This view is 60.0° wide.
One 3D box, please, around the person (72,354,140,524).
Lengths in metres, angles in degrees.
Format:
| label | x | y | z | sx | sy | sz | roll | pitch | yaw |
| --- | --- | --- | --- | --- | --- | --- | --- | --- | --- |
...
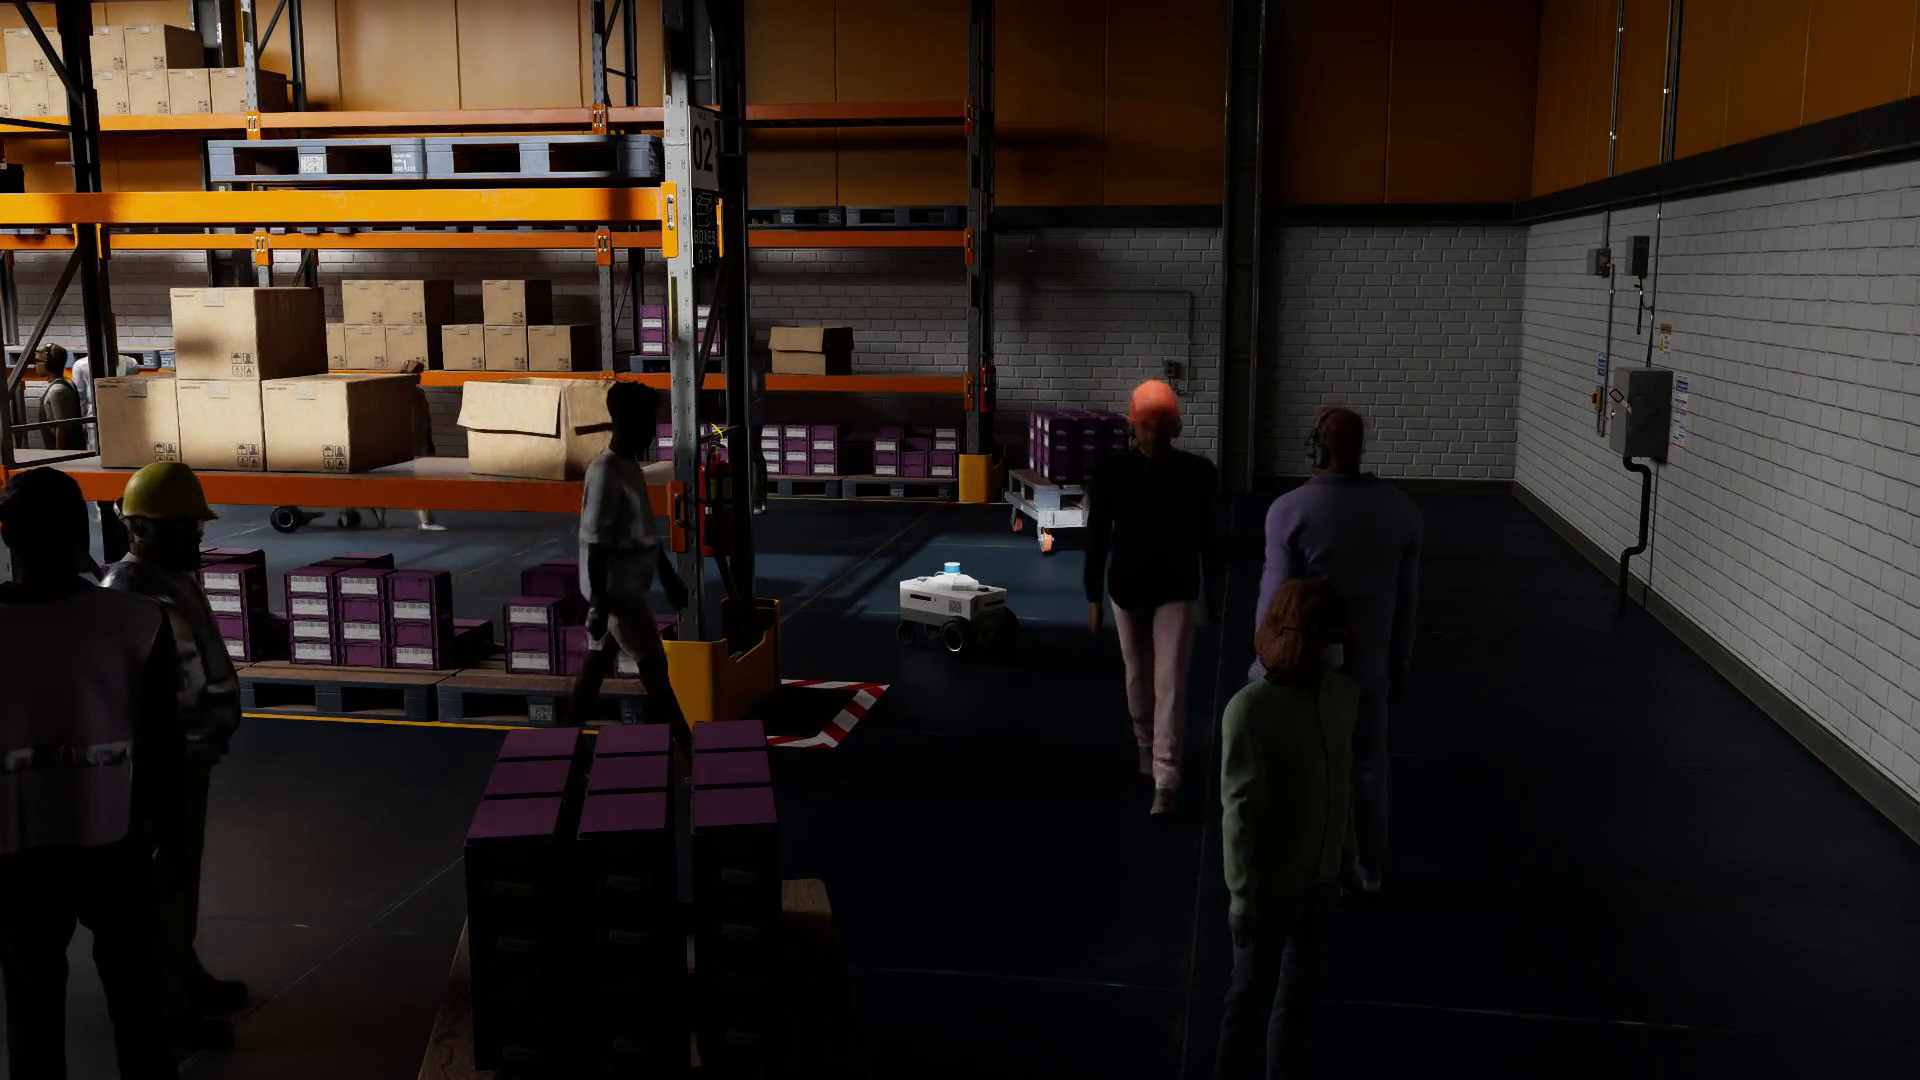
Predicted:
| label | x | y | z | sx | sy | sz | roll | pitch | yaw |
| --- | --- | --- | --- | --- | --- | --- | --- | --- | --- |
| person | -8.153 | -1.124 | 15.976 | 0.611 | 1.944 | 0.412 | -7 | 12 | -39 |

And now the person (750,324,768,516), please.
| label | x | y | z | sx | sy | sz | roll | pitch | yaw |
| --- | --- | --- | --- | --- | --- | --- | --- | --- | --- |
| person | -2.109 | -1.199 | 16.475 | 0.385 | 1.925 | 0.592 | 2 | 9 | 9 |

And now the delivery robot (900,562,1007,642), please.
| label | x | y | z | sx | sy | sz | roll | pitch | yaw |
| --- | --- | --- | --- | --- | --- | --- | --- | --- | --- |
| delivery robot | -0.050 | 0.386 | 10.593 | 0.707 | 0.478 | 0.477 | 8 | 12 | 41 |

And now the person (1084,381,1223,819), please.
| label | x | y | z | sx | sy | sz | roll | pitch | yaw |
| --- | --- | --- | --- | --- | --- | --- | --- | --- | --- |
| person | 0.883 | 0.231 | 7.606 | 0.625 | 1.927 | 1.078 | 1 | 9 | 9 |

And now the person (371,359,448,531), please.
| label | x | y | z | sx | sy | sz | roll | pitch | yaw |
| --- | --- | --- | --- | --- | --- | --- | --- | --- | --- |
| person | -5.171 | -0.883 | 15.484 | 0.735 | 1.610 | 0.507 | 1 | 9 | 6 |

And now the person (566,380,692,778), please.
| label | x | y | z | sx | sy | sz | roll | pitch | yaw |
| --- | --- | --- | --- | --- | --- | --- | --- | --- | --- |
| person | -1.477 | 0.213 | 7.799 | 0.980 | 1.904 | 0.599 | -1 | 9 | -6 |

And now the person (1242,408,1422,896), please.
| label | x | y | z | sx | sy | sz | roll | pitch | yaw |
| --- | --- | --- | --- | --- | --- | --- | --- | --- | --- |
| person | 1.424 | 0.449 | 6.370 | 0.682 | 1.895 | 0.421 | -3 | 10 | -16 |

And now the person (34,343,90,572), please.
| label | x | y | z | sx | sy | sz | roll | pitch | yaw |
| --- | --- | --- | --- | --- | --- | --- | --- | --- | --- |
| person | -7.200 | -0.653 | 13.339 | 0.343 | 1.847 | 0.507 | -3 | 10 | -19 |

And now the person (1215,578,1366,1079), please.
| label | x | y | z | sx | sy | sz | roll | pitch | yaw |
| --- | --- | --- | --- | --- | --- | --- | --- | --- | --- |
| person | 0.872 | 0.902 | 4.345 | 0.498 | 1.634 | 0.278 | -7 | 12 | -39 |

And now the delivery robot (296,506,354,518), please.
| label | x | y | z | sx | sy | sz | roll | pitch | yaw |
| --- | --- | --- | --- | --- | --- | --- | --- | --- | --- |
| delivery robot | -6.010 | -0.412 | 15.544 | 0.707 | 0.478 | 0.477 | -1 | 9 | -6 |

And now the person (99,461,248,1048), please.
| label | x | y | z | sx | sy | sz | roll | pitch | yaw |
| --- | --- | --- | --- | --- | --- | --- | --- | --- | --- |
| person | -2.474 | 0.660 | 5.241 | 0.403 | 1.827 | 0.599 | -2 | 9 | -13 |

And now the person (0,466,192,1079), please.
| label | x | y | z | sx | sy | sz | roll | pitch | yaw |
| --- | --- | --- | --- | --- | --- | --- | --- | --- | --- |
| person | -2.295 | 0.772 | 4.275 | 0.590 | 1.920 | 0.395 | -3 | 10 | -17 |
